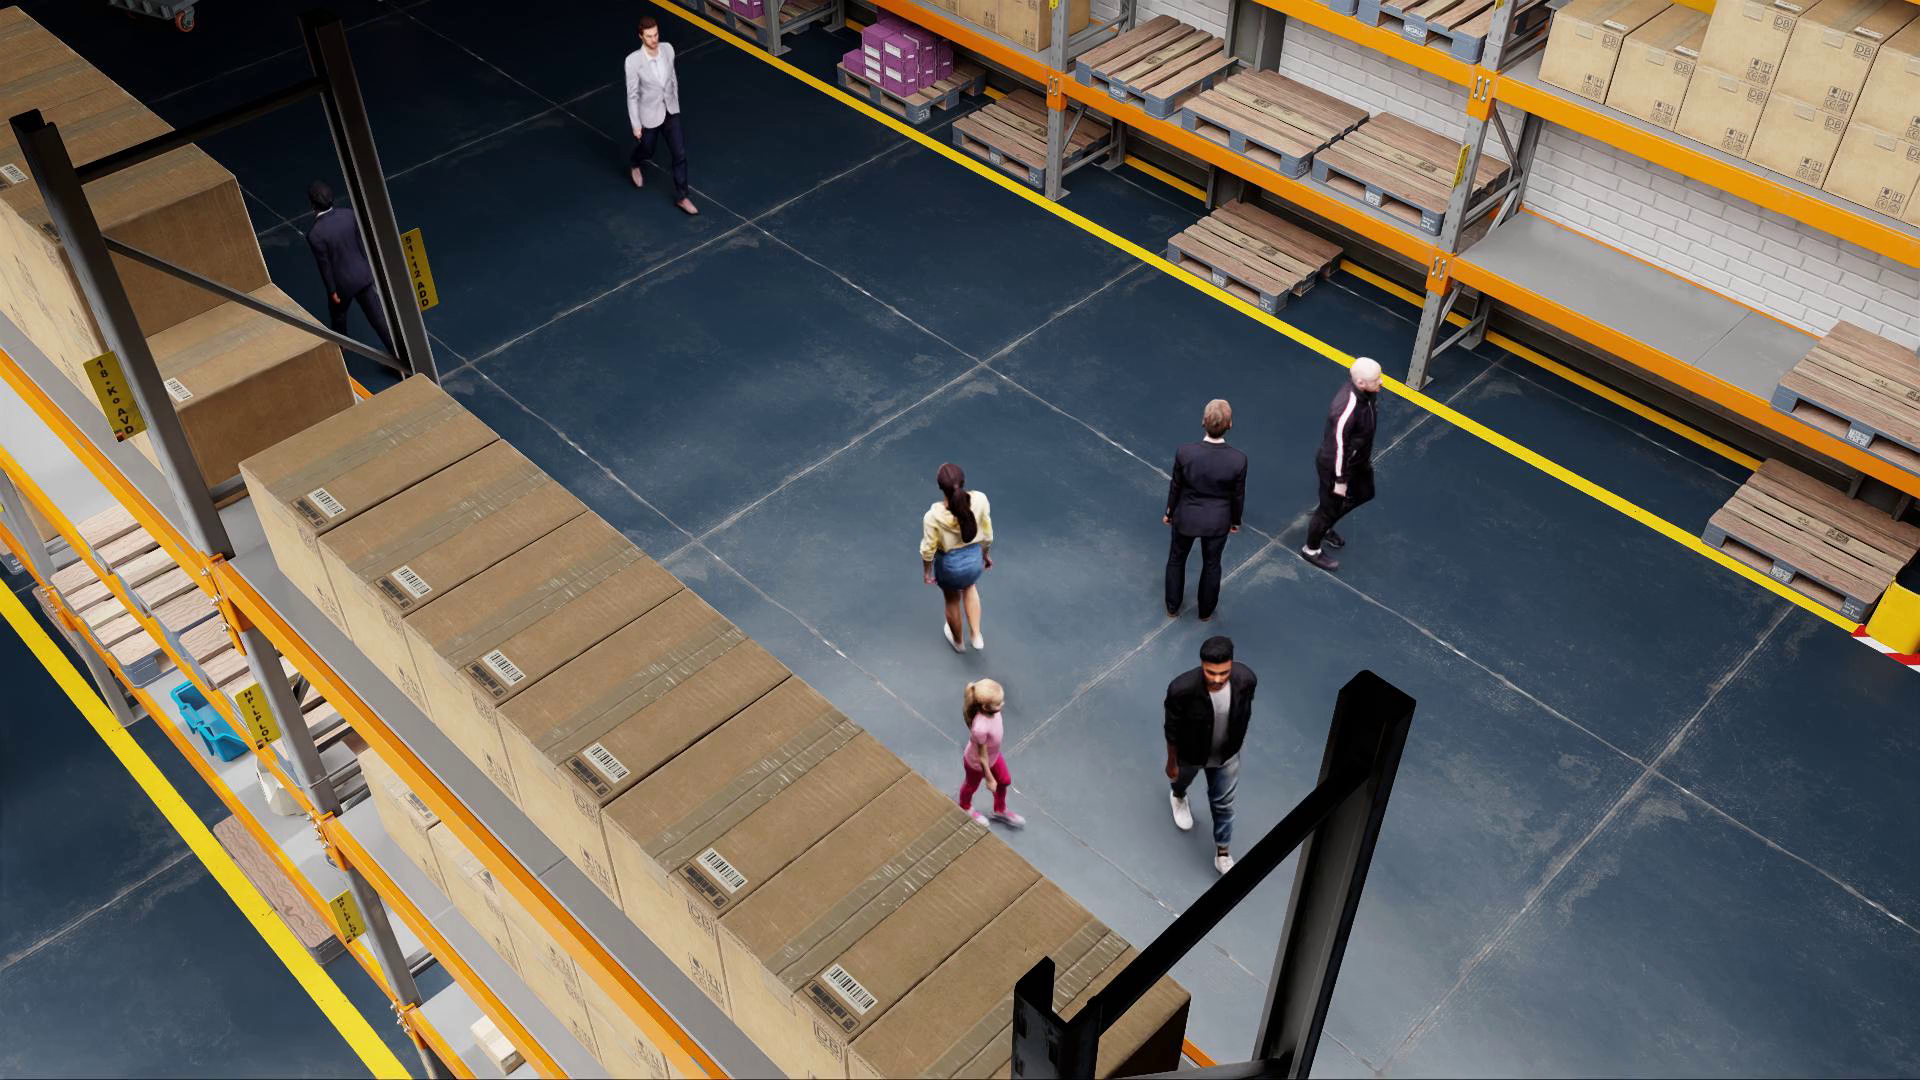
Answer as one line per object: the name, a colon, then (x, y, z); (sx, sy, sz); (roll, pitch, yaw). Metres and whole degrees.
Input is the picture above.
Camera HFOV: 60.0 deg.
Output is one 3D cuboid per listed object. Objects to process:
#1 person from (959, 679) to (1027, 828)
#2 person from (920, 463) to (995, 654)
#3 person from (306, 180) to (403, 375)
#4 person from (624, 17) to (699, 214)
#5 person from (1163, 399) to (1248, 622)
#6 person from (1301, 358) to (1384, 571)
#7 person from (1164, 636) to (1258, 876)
person: (0.080, 1.270, 9.959); (0.725, 1.258, 0.612); (20, 47, 20)
person: (0.020, 0.187, 10.832); (0.755, 1.622, 0.769); (-19, 47, -18)
person: (-4.743, -2.007, 13.098); (1.206, 1.673, 0.858); (23, 48, 22)
person: (-2.769, -3.860, 14.935); (0.786, 1.822, 1.190); (-27, 50, -26)
person: (1.610, -0.185, 11.083); (0.738, 1.813, 0.827); (5, 44, 5)
person: (2.548, -0.557, 11.467); (0.744, 1.822, 0.775); (20, 47, 20)
person: (1.406, 1.111, 9.750); (1.062, 1.777, 1.186); (-7, 44, -7)
